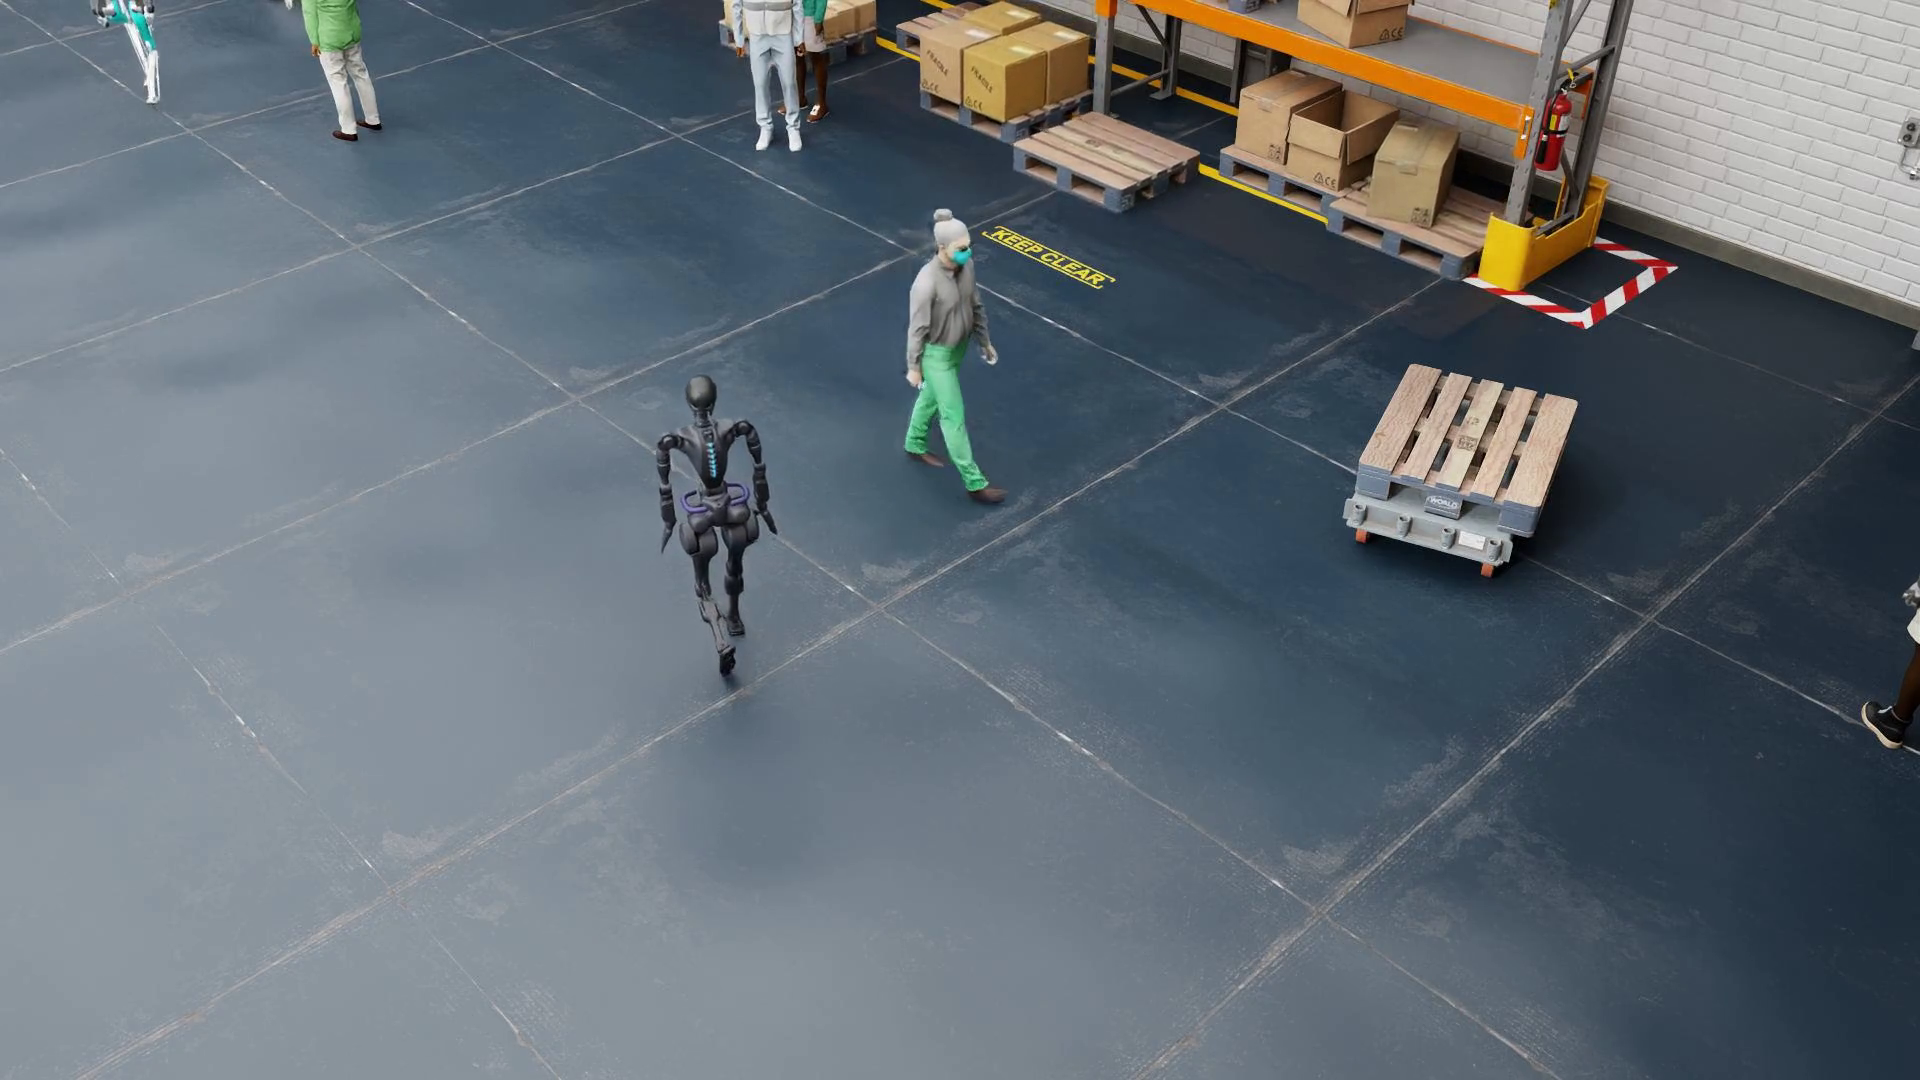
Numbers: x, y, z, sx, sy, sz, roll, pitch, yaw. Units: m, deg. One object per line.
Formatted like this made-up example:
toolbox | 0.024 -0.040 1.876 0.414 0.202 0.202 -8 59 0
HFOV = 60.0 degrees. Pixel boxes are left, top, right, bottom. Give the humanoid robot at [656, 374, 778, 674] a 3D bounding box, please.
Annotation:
humanoid robot | -1.222 -0.089 8.493 0.610 1.632 0.610 -12 39 -16

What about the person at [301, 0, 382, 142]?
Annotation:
person | -5.207 -4.228 13.887 0.389 1.778 0.535 16 40 21

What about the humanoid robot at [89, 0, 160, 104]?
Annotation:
humanoid robot | -7.286 -4.708 14.550 0.544 1.752 0.950 -6 37 -8

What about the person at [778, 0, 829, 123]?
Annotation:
person | -1.337 -4.518 14.205 0.505 1.849 0.390 25 44 29

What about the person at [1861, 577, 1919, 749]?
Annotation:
person | 4.817 0.204 7.863 0.601 1.958 0.368 2 37 3

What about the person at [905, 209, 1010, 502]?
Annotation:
person | -0.014 -1.094 9.717 0.902 1.798 0.515 20 41 24

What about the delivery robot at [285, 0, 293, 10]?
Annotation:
delivery robot | -6.841 -5.766 16.923 0.499 0.587 0.777 -24 43 -29

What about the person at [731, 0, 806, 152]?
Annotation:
person | -1.568 -4.147 13.669 0.597 1.907 0.410 -1 37 -1
